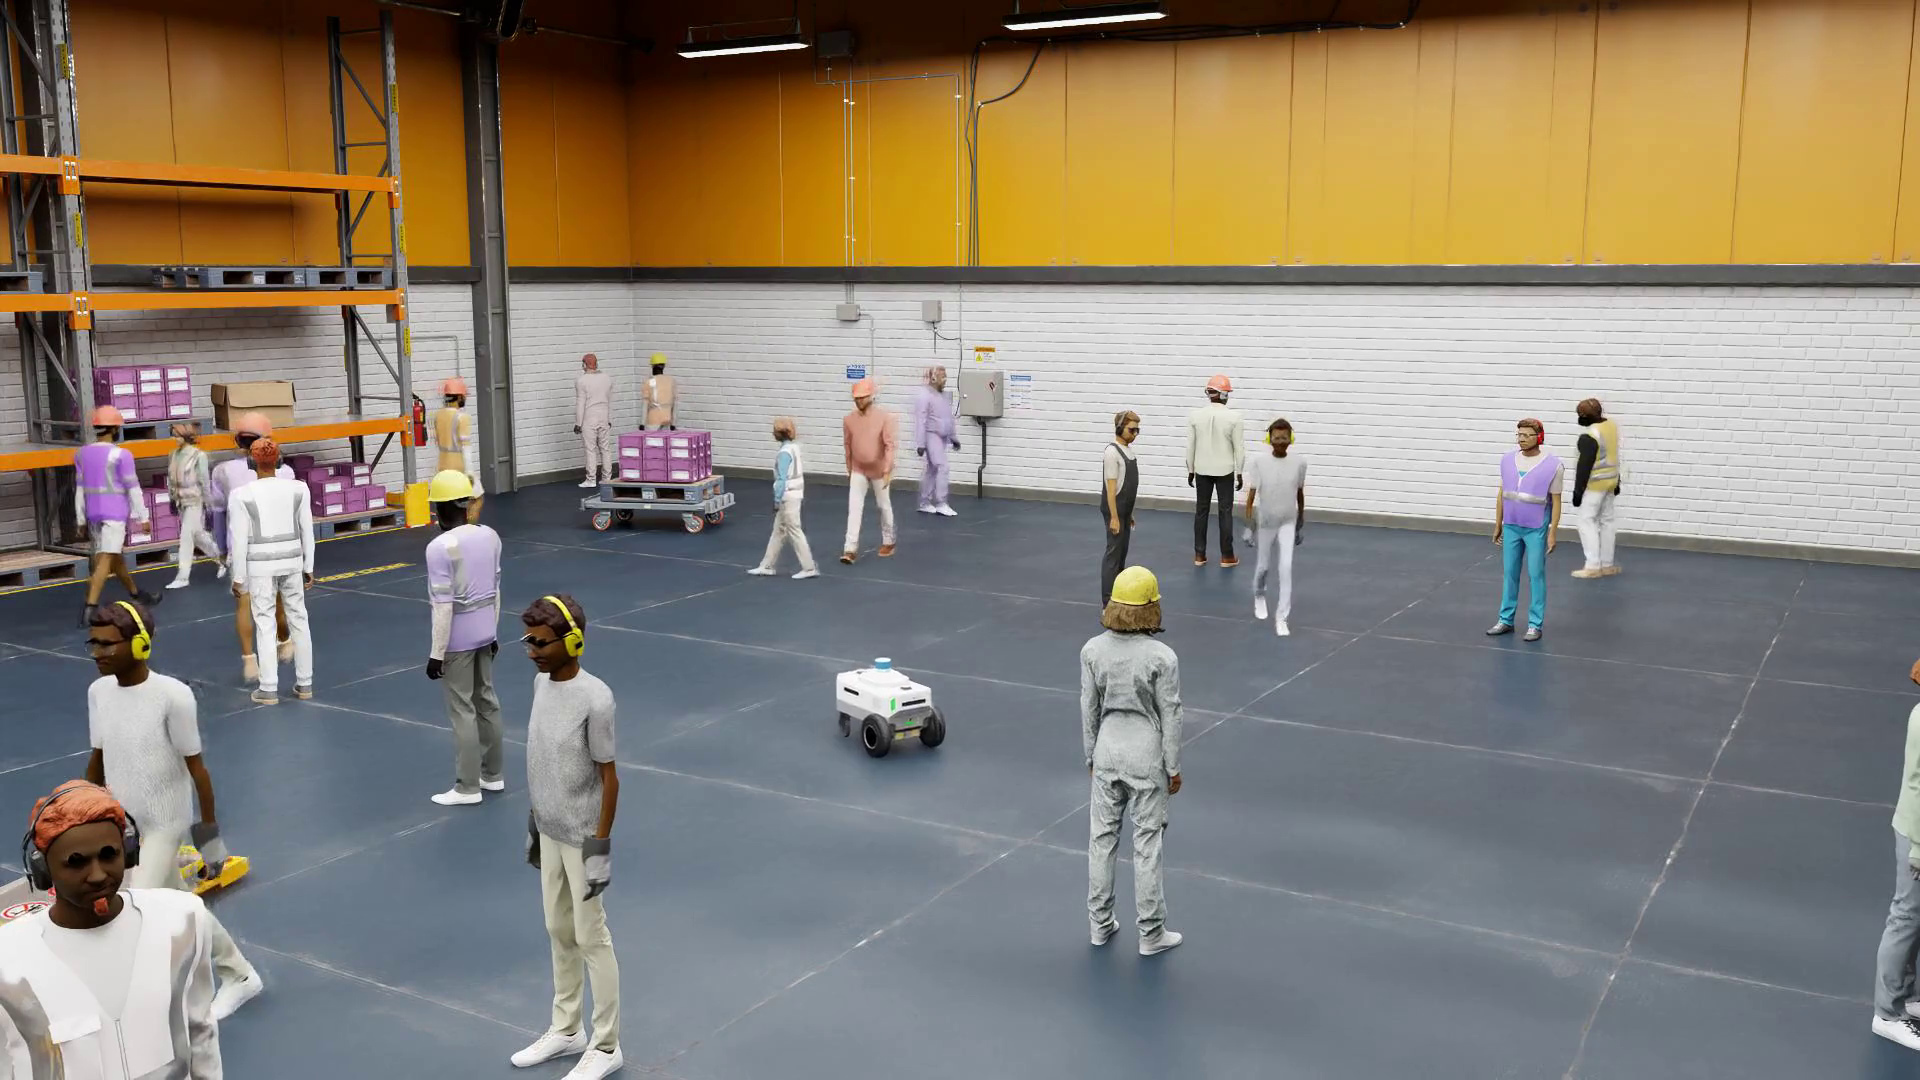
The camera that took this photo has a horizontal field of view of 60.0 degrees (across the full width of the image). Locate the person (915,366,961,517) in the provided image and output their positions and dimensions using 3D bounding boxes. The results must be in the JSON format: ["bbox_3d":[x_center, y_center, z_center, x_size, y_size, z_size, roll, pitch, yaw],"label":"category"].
[{"bbox_3d":[-0.226,-1.237,20.852,0.763,1.882,0.661,4,10,22],"label":"person"}]

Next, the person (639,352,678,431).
[{"bbox_3d":[-4.305,-1.723,23.776,0.629,1.911,0.629,8,12,40],"label":"person"}]

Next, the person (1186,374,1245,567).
[{"bbox_3d":[2.653,-0.716,17.249,0.614,1.988,0.395,4,10,25],"label":"person"}]

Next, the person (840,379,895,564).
[{"bbox_3d":[-0.951,-0.731,17.533,0.614,1.943,1.024,3,9,17],"label":"person"}]

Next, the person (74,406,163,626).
[{"bbox_3d":[-7.416,-0.230,14.563,0.571,1.879,1.022,3,10,17],"label":"person"}]

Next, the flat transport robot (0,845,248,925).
[{"bbox_3d":[-4.042,1.670,7.705,0.652,0.197,1.431,2,9,13],"label":"flat transport robot"}]

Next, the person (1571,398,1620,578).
[{"bbox_3d":[6.383,-0.522,16.658,0.763,1.811,0.433,-8,12,-42],"label":"person"}]

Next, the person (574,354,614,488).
[{"bbox_3d":[-5.215,-1.689,23.605,0.406,1.902,0.639,7,12,39],"label":"person"}]

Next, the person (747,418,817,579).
[{"bbox_3d":[-1.757,-0.403,16.469,0.709,1.604,0.539,0,9,-1],"label":"person"}]

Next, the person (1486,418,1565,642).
[{"bbox_3d":[4.706,-0.092,13.796,0.389,1.847,0.563,-8,12,-42],"label":"person"}]

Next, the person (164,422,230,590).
[{"bbox_3d":[-7.465,-0.361,16.228,0.528,1.607,0.770,5,11,30],"label":"person"}]

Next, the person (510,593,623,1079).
[{"bbox_3d":[-1.475,1.115,6.219,0.509,1.865,0.329,9,13,43],"label":"person"}]

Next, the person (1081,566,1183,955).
[{"bbox_3d":[0.772,0.979,7.439,0.486,1.744,0.294,6,11,31],"label":"person"}]

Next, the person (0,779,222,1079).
[{"bbox_3d":[-1.987,1.479,3.879,0.350,1.882,0.583,8,12,40],"label":"person"}]

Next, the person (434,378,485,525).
[{"bbox_3d":[-5.322,-0.773,17.803,0.576,1.922,0.497,7,11,36],"label":"person"}]

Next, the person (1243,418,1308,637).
[{"bbox_3d":[2.689,-0.153,14.241,0.531,1.831,0.912,1,9,5],"label":"person"}]

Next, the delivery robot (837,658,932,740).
[{"bbox_3d":[-0.494,1.003,10.695,0.477,0.478,0.707,-6,11,-35],"label":"delivery robot"}]

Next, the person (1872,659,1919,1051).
[{"bbox_3d":[3.836,1.173,6.564,0.267,1.632,0.507,8,12,41],"label":"person"}]

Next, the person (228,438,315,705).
[{"bbox_3d":[-4.844,0.220,11.741,0.573,1.883,0.354,-8,12,-41],"label":"person"}]

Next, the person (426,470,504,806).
[{"bbox_3d":[-2.851,0.556,9.508,0.374,1.923,0.595,3,10,19],"label":"person"}]

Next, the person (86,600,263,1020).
[{"bbox_3d":[-3.126,1.108,6.428,0.537,1.823,0.989,5,10,26],"label":"person"}]

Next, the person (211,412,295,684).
[{"bbox_3d":[-5.303,0.033,12.572,0.629,1.985,1.057,-1,9,-8],"label":"person"}]

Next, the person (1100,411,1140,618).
[{"bbox_3d":[1.417,-0.219,14.622,0.343,1.839,0.506,4,10,21],"label":"person"}]
